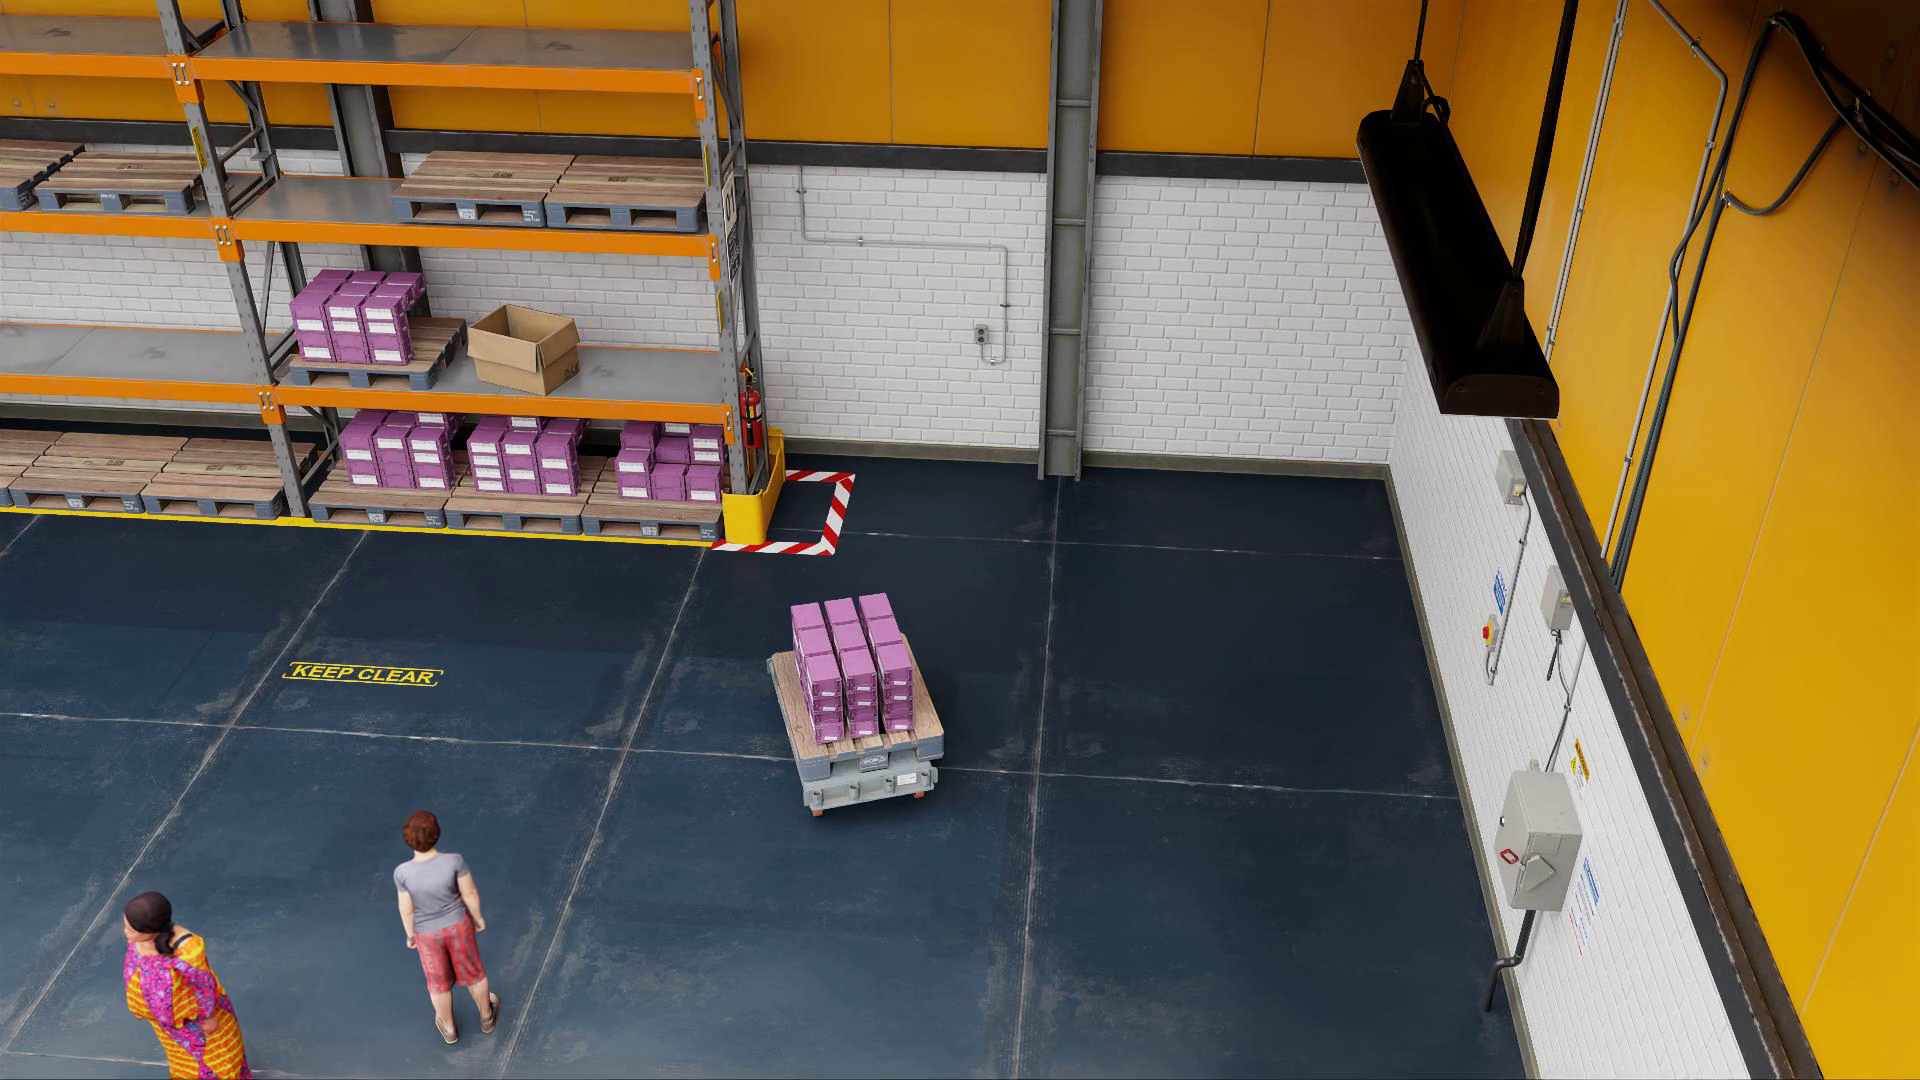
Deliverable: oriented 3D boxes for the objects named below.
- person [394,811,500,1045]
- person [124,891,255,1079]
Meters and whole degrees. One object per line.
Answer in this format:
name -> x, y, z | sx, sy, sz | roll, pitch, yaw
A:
person -> -2.976, 2.236, 9.573 | 0.597, 1.649, 0.731 | -12, 35, -17
person -> -4.270, 2.524, 9.116 | 0.711, 1.677, 0.801 | 15, 37, 22
